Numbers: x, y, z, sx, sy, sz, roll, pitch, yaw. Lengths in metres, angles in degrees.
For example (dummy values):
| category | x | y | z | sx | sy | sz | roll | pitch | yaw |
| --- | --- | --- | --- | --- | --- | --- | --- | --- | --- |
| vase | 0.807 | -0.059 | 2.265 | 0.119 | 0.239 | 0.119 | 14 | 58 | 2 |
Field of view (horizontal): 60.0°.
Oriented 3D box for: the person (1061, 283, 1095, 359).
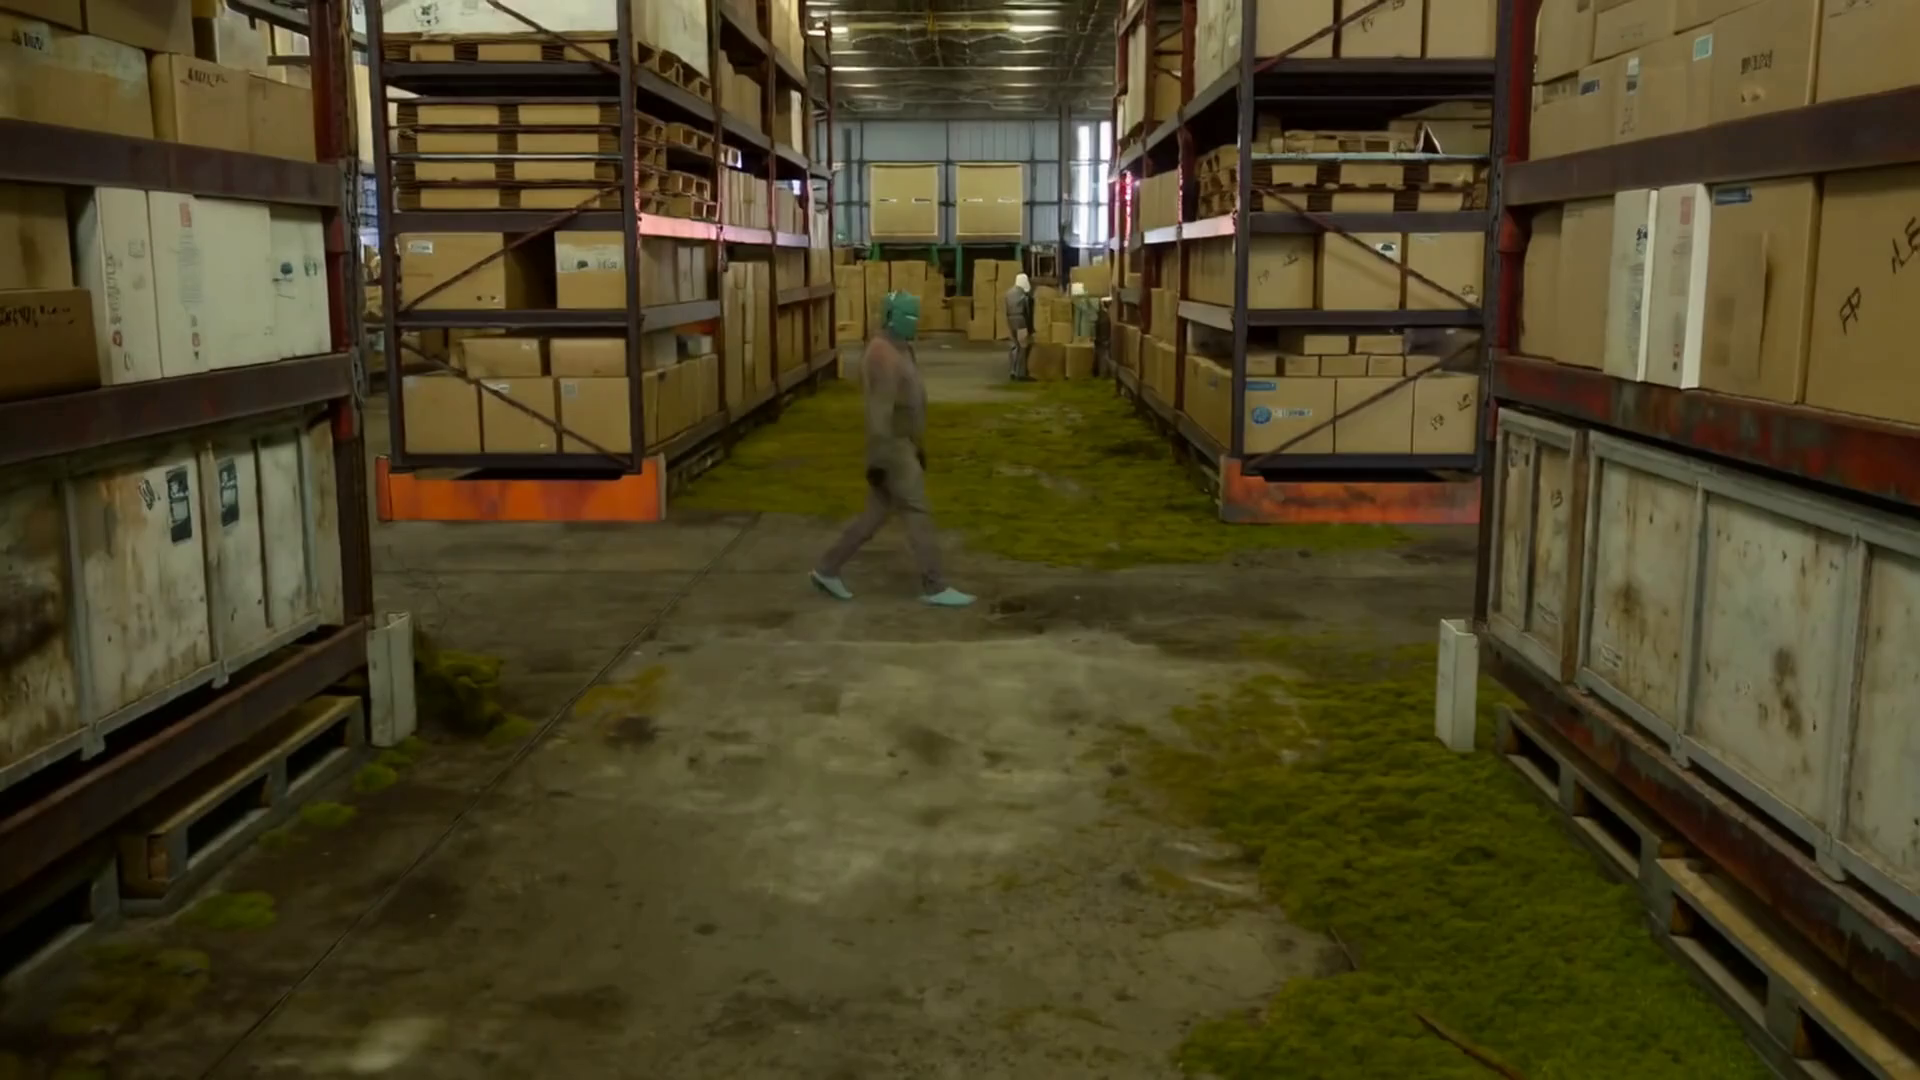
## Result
| category | x | y | z | sx | sy | sz | roll | pitch | yaw |
| --- | --- | --- | --- | --- | --- | --- | --- | --- | --- |
| person | 2.537 | -4.504 | 34.399 | 0.822 | 1.592 | 0.613 | 6 | 11 | 33 |

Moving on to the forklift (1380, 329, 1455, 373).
| category | x | y | z | sx | sy | sz | roll | pitch | yaw |
| --- | --- | --- | --- | --- | --- | --- | --- | --- | --- |
| forklift | 6.026 | -3.359 | 23.680 | 1.873 | 2.768 | 1.129 | 0 | 9 | 1 |

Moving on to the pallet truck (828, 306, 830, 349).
| category | x | y | z | sx | sy | sz | roll | pitch | yaw |
| --- | --- | --- | --- | --- | --- | --- | --- | --- | --- |
| pallet truck | -3.100 | -3.940 | 29.800 | 1.885 | 1.965 | 0.823 | 3 | 10 | 19 |

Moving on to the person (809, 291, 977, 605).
| category | x | y | z | sx | sy | sz | roll | pitch | yaw |
| --- | --- | --- | --- | --- | --- | --- | --- | --- | --- |
| person | -0.431 | -0.537 | 9.830 | 0.977 | 1.864 | 0.641 | -1 | 9 | -4 |

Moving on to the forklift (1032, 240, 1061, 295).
| category | x | y | z | sx | sy | sz | roll | pitch | yaw |
| --- | --- | --- | --- | --- | --- | --- | --- | --- | --- |
| forklift | 3.172 | -9.648 | 61.356 | 1.129 | 2.768 | 1.873 | 0 | 9 | 1 |

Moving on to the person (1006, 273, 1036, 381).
| category | x | y | z | sx | sy | sz | roll | pitch | yaw |
| --- | --- | --- | --- | --- | --- | --- | --- | --- | --- |
| person | 1.054 | -3.649 | 28.525 | 0.430 | 1.845 | 0.624 | -7 | 12 | -35 |
